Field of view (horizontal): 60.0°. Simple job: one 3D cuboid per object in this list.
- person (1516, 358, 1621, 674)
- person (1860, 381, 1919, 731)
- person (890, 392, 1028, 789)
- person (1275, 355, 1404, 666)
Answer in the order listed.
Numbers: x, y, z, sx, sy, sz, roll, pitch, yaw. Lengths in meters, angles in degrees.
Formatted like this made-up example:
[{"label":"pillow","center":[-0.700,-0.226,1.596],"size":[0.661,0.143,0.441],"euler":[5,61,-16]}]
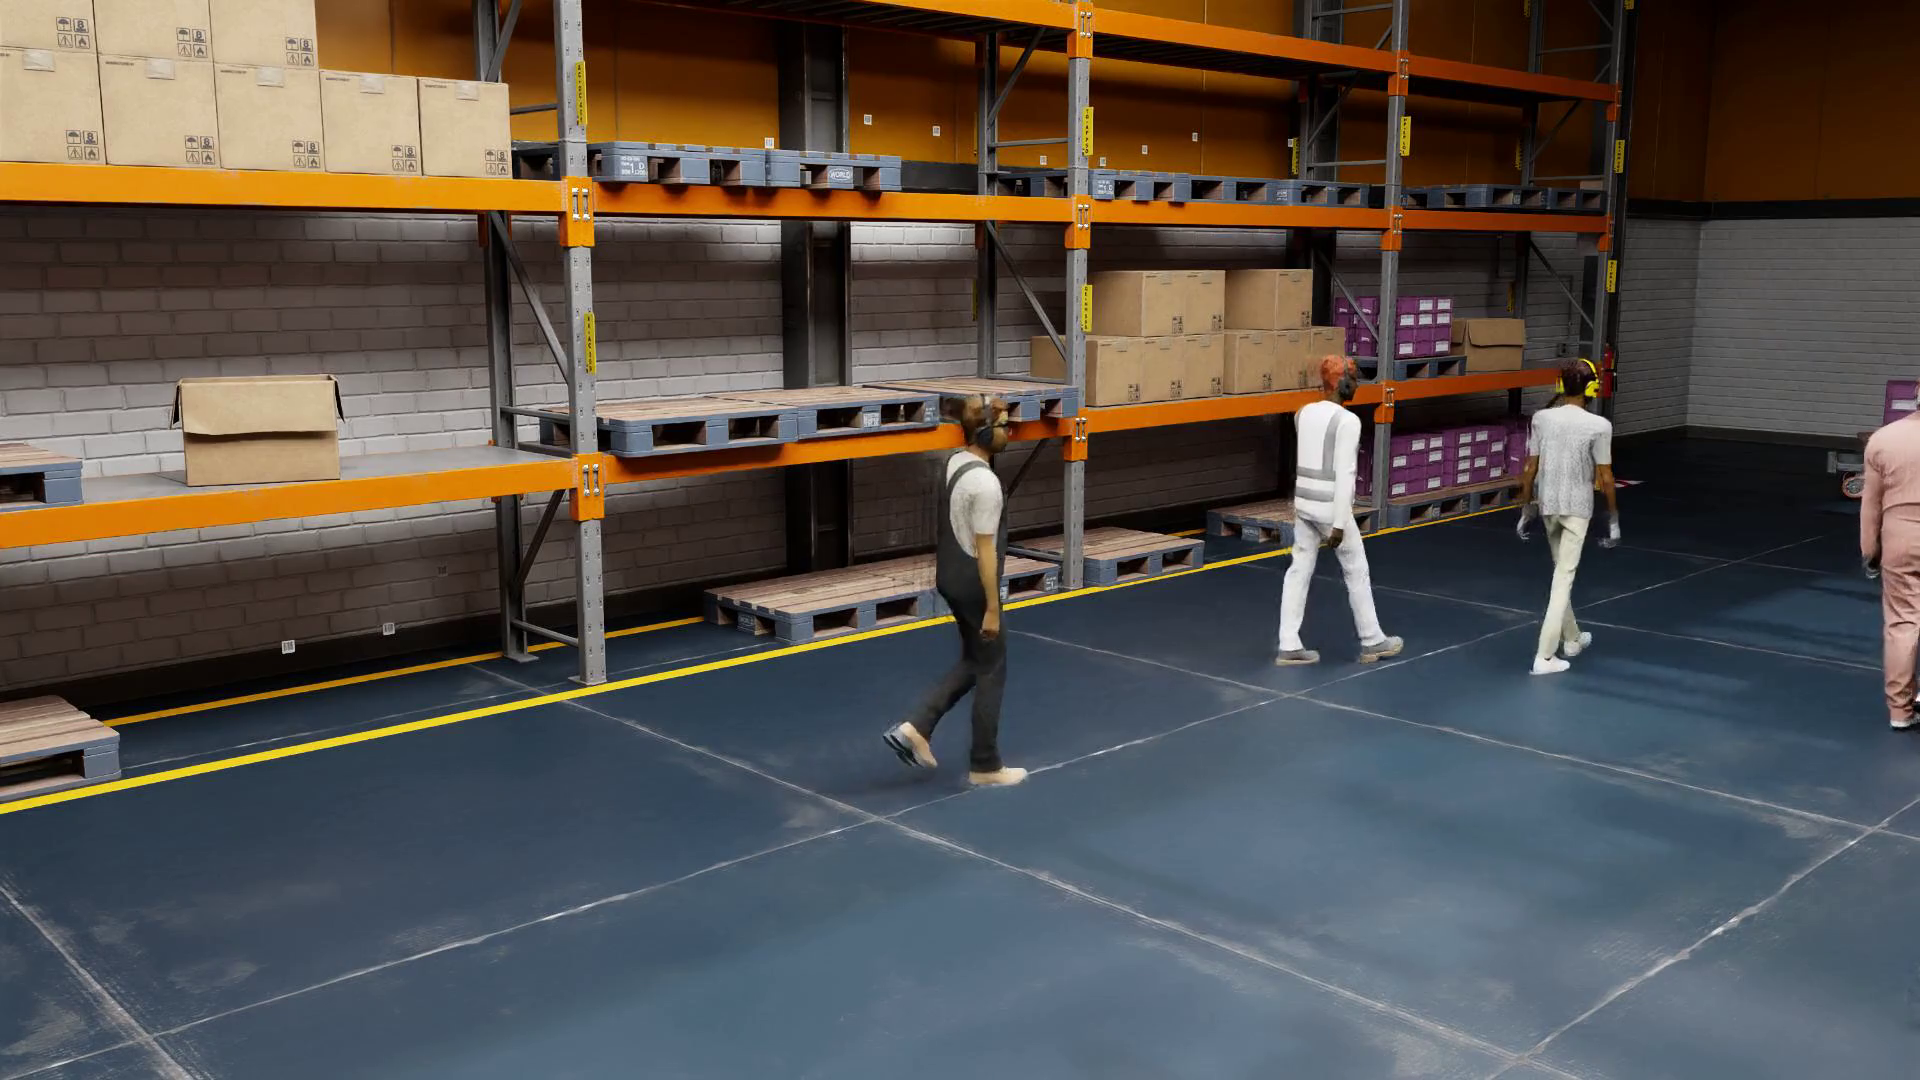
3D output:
[{"label":"person","center":[3.662,-0.153,9.839],"size":[0.881,1.834,0.550],"euler":[-7,12,-37]},{"label":"person","center":[4.937,0.051,8.458],"size":[0.675,1.891,0.427],"euler":[9,13,43]},{"label":"person","center":[0.021,0.244,7.526],"size":[0.526,1.830,0.533],"euler":[-4,10,-21]},{"label":"person","center":[2.274,-0.173,9.923],"size":[0.910,1.846,0.582],"euler":[-5,11,-27]}]
